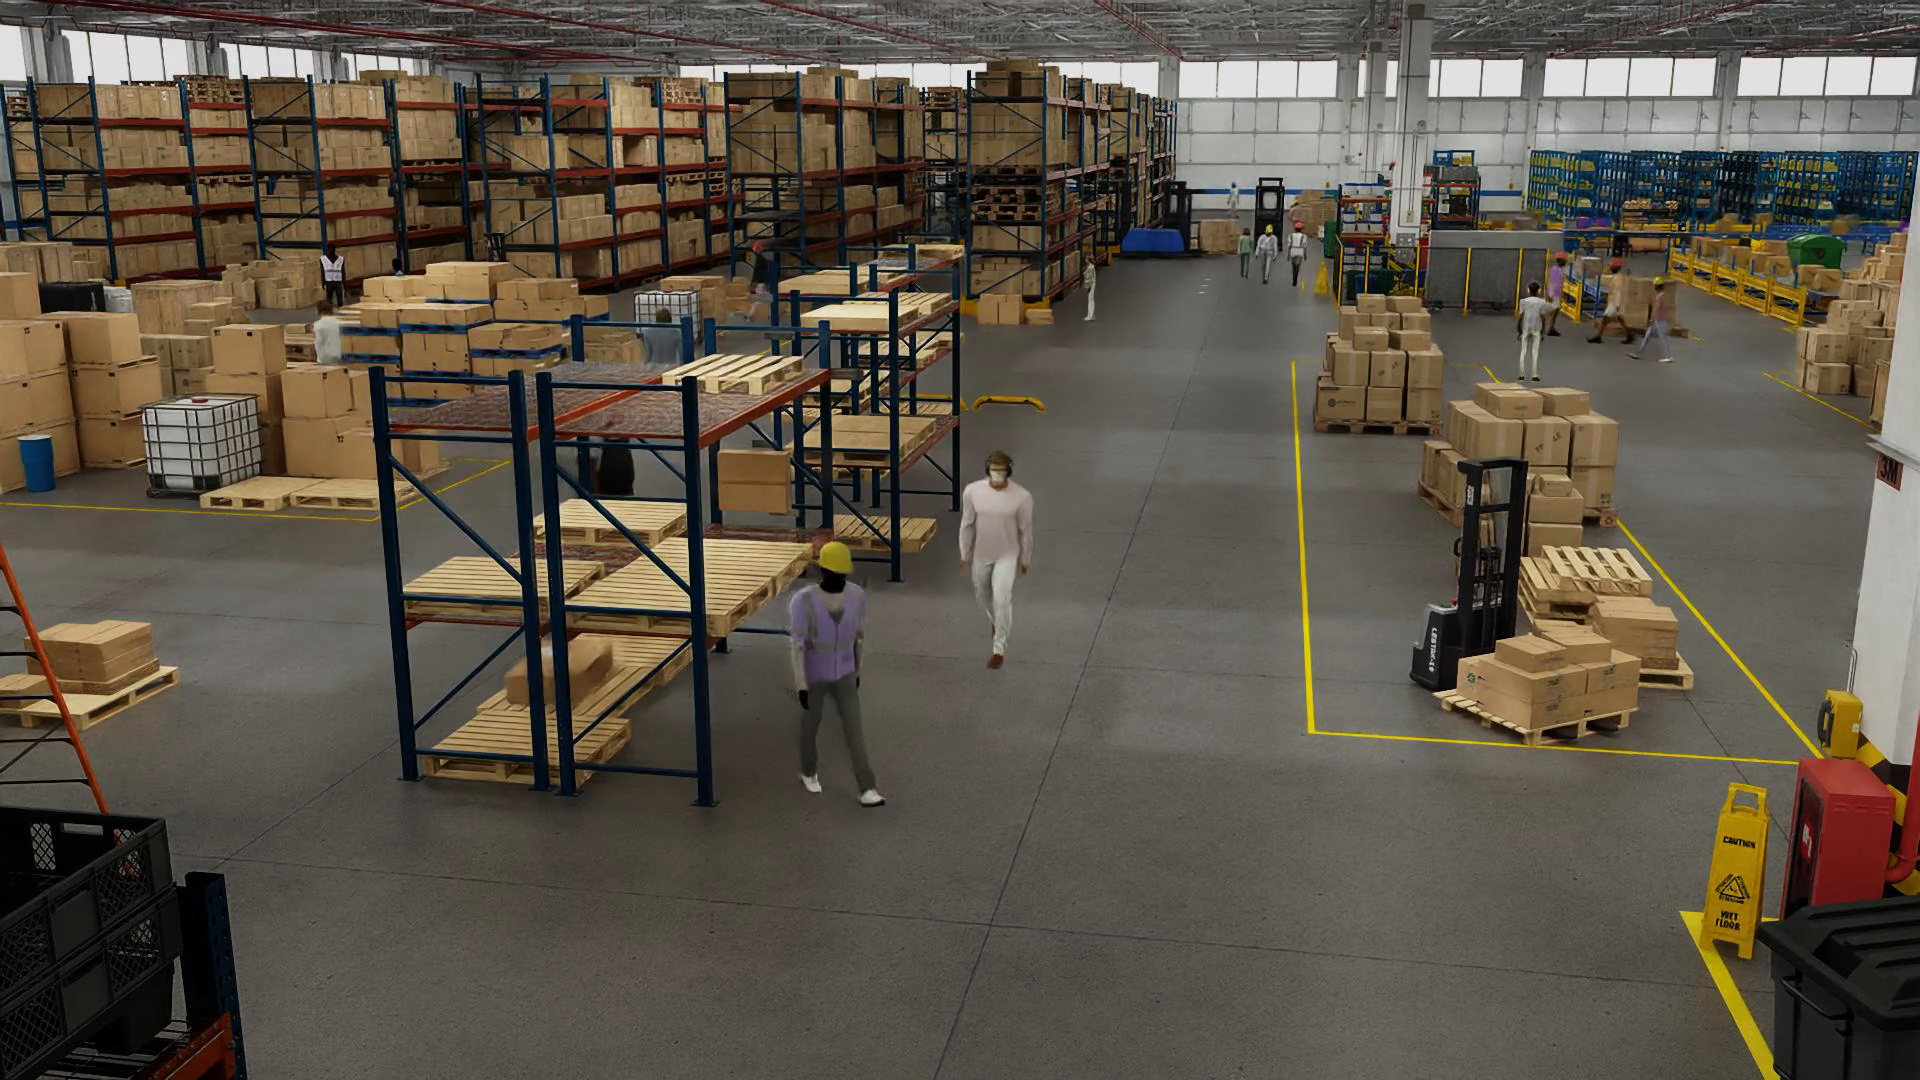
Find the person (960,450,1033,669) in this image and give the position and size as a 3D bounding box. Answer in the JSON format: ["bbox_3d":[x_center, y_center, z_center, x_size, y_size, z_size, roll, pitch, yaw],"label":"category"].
[{"bbox_3d":[0.346,0.117,14.739,0.638,1.913,0.853,4,14,16],"label":"person"}]

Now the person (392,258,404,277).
[{"bbox_3d":[-13.104,-5.737,38.926,0.318,1.698,0.539,-5,15,-18],"label":"person"}]

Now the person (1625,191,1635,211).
[{"bbox_3d":[32.258,-15.993,80.098,1.062,1.933,0.622,1,14,4],"label":"person"}]

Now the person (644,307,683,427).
[{"bbox_3d":[-4.645,-2.702,26.199,0.642,1.909,0.955,1,14,4],"label":"person"}]

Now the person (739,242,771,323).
[{"bbox_3d":[-4.921,-6.302,40.712,1.029,1.941,0.609,-4,14,-16],"label":"person"}]

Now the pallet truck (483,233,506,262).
[{"bbox_3d":[-11.832,-7.026,43.548,1.885,1.965,0.823,8,16,28],"label":"pallet truck"}]

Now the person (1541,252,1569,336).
[{"bbox_3d":[13.556,-5.607,37.955,0.518,1.915,0.587,9,17,34],"label":"person"}]

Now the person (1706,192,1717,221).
[{"bbox_3d":[36.544,-16.109,80.835,0.964,1.802,0.567,4,14,14],"label":"person"}]

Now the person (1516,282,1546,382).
[{"bbox_3d":[10.672,-3.886,31.078,0.515,1.865,0.329,6,15,24],"label":"person"}]

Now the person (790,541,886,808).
[{"bbox_3d":[-0.875,0.933,11.488,0.612,1.875,0.988,-7,16,-27],"label":"person"}]

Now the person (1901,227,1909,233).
[{"bbox_3d":[30.443,-9.351,53.300,0.643,1.857,0.991,4,15,17],"label":"person"}]

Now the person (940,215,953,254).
[{"bbox_3d":[-0.465,-11.114,60.991,0.723,1.620,0.518,6,15,21],"label":"person"}]

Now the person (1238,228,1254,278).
[{"bbox_3d":[9.117,-9.145,52.992,0.518,1.589,0.865,1,14,5],"label":"person"}]

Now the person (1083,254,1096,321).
[{"bbox_3d":[3.210,-6.236,41.080,0.308,1.638,0.511,1,14,2],"label":"person"}]

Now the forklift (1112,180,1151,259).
[{"bbox_3d":[6.082,-11.722,60.796,1.873,2.768,1.129,2,14,9],"label":"forklift"}]

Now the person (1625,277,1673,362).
[{"bbox_3d":[14.085,-4.465,33.727,0.913,1.720,0.531,3,14,14],"label":"person"}]

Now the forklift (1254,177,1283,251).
[{"bbox_3d":[12.083,-12.747,64.956,1.129,2.768,1.873,3,14,10],"label":"forklift"}]

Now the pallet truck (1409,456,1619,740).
[{"bbox_3d":[4.504,0.400,13.395,0.823,1.965,1.885,-6,15,-23],"label":"pallet truck"}]

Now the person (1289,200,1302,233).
[{"bbox_3d":[14.326,-13.633,70.920,0.530,1.732,0.873,-3,14,-11],"label":"person"}]

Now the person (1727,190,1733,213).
[{"bbox_3d":[37.303,-16.037,80.565,0.943,1.778,0.609,4,14,15],"label":"person"}]

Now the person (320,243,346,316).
[{"bbox_3d":[-15.456,-6.365,41.049,0.587,1.911,0.397,-8,16,-28],"label":"person"}]

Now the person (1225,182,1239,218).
[{"bbox_3d":[14.630,-18.175,89.030,0.630,1.895,0.993,-12,18,-40],"label":"person"}]

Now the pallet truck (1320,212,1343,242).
[{"bbox_3d":[15.874,-13.227,70.310,0.680,1.201,1.601,10,17,35],"label":"pallet truck"}]

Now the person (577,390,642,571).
[{"bbox_3d":[-3.618,-0.608,17.400,0.999,2.000,0.706,8,16,29],"label":"person"}]

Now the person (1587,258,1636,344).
[{"bbox_3d":[14.411,-5.237,36.500,0.999,1.895,0.555,6,15,24],"label":"person"}]

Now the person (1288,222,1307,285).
[{"bbox_3d":[10.231,-8.697,50.530,0.554,1.908,0.883,5,15,19],"label":"person"}]

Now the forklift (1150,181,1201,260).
[{"bbox_3d":[7.764,-11.670,60.584,1.873,2.768,1.129,-9,17,-33],"label":"forklift"}]

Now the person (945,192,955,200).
[{"bbox_3d":[-0.569,-17.883,88.147,0.611,1.739,0.494,2,14,9],"label":"person"}]

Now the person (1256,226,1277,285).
[{"bbox_3d":[9.349,-8.692,50.765,0.595,1.767,0.976,5,15,18],"label":"person"}]

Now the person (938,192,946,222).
[{"bbox_3d":[-0.827,-17.255,85.521,0.604,1.788,0.904,5,15,19],"label":"person"}]

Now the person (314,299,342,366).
[{"bbox_3d":[-10.387,-3.031,27.510,0.855,1.916,0.635,2,14,9],"label":"person"}]
